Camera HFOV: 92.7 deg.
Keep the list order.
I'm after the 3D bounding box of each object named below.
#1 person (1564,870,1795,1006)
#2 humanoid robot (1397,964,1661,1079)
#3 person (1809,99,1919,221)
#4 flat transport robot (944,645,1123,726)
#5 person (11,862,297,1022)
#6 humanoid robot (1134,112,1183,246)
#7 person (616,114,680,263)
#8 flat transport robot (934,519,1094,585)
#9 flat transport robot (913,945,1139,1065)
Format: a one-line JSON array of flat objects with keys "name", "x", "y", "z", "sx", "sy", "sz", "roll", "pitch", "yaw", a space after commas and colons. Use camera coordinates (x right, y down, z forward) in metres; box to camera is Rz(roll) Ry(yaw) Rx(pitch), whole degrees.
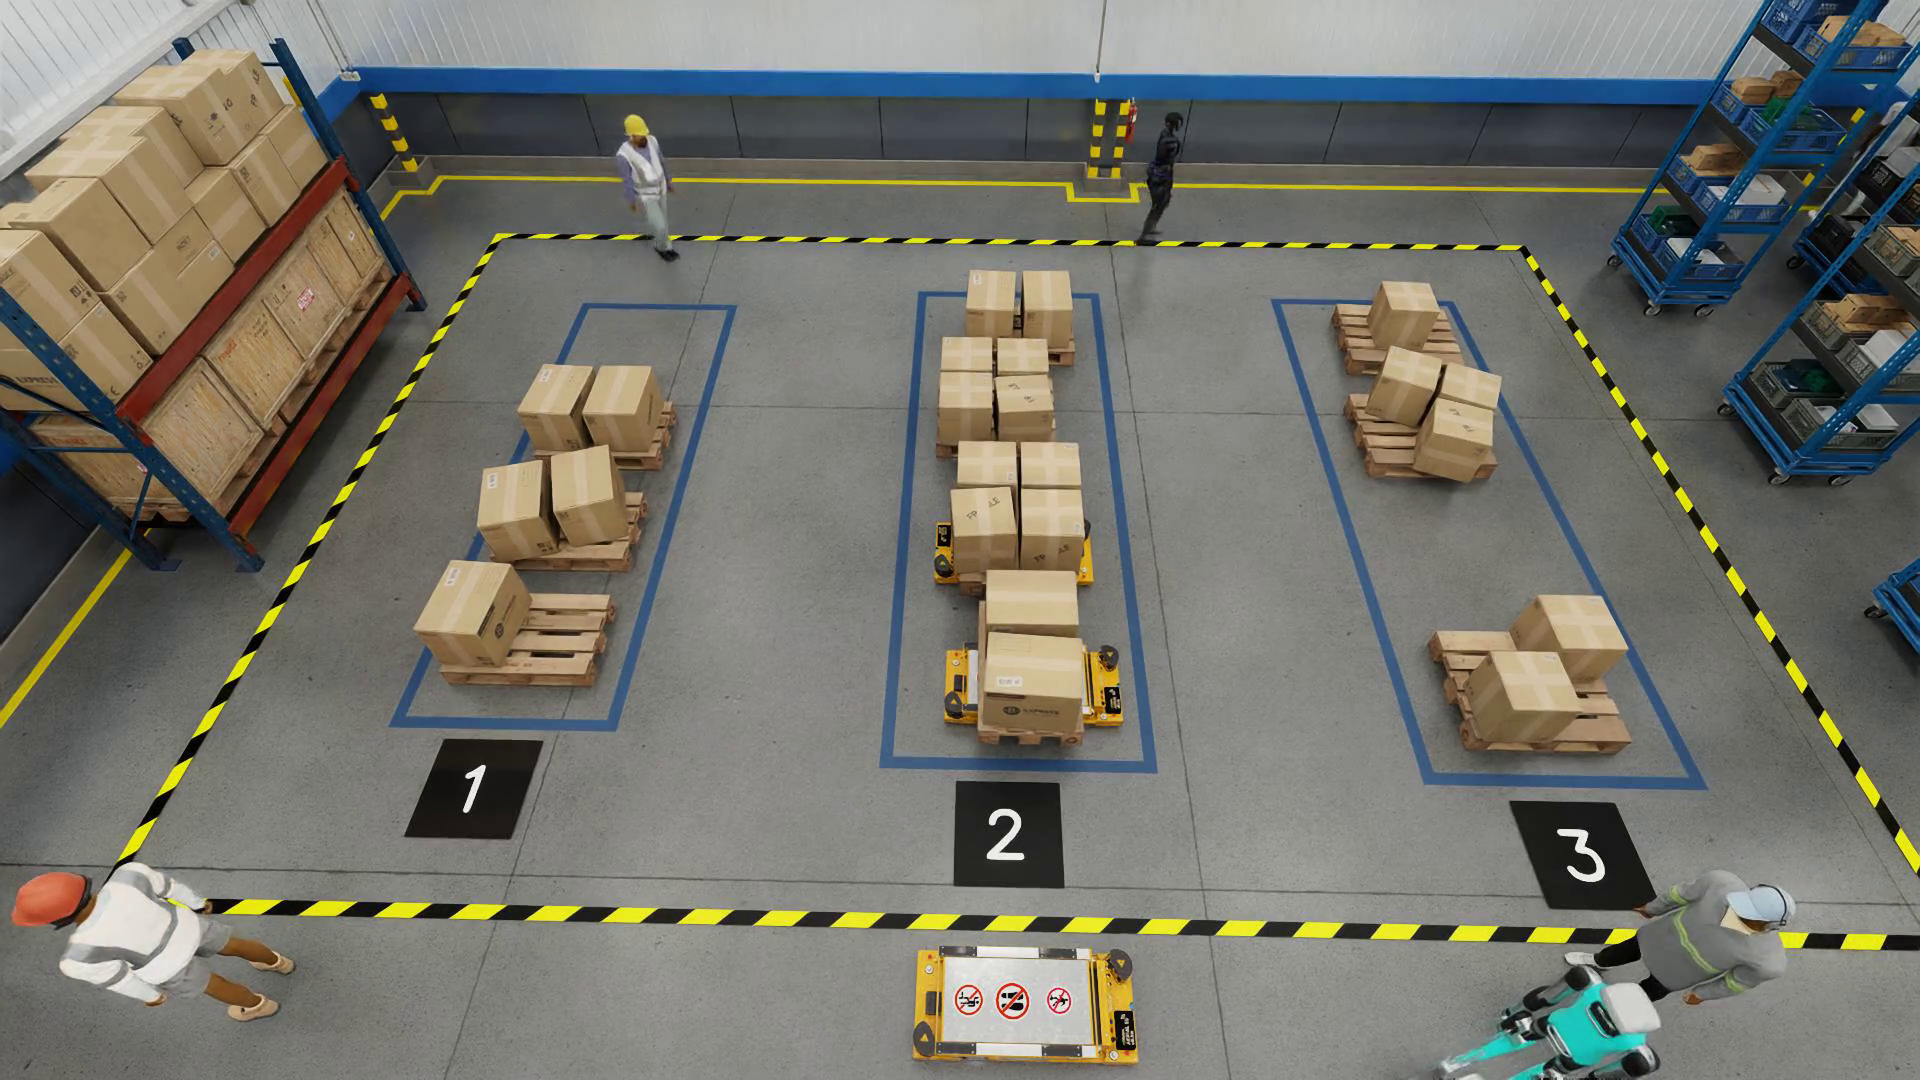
[{"name": "person", "x": 4.288, "y": 2.442, "z": 5.474, "sx": 0.396, "sy": 1.850, "sz": 0.597, "roll": -4, "pitch": 51, "yaw": -3}, {"name": "humanoid robot", "x": 3.063, "y": 2.959, "z": 5.175, "sx": 0.867, "sy": 1.846, "sz": 0.549, "roll": -12, "pitch": 52, "yaw": -10}, {"name": "person", "x": 11.419, "y": -4.775, "z": 11.352, "sx": 0.506, "sy": 1.862, "sz": 0.314, "roll": 28, "pitch": 56, "yaw": 21}, {"name": "flat transport robot", "x": 0.596, "y": 1.174, "z": 7.511, "sx": 1.431, "sy": 0.197, "sz": 0.652, "roll": 1, "pitch": 51, "yaw": 1}, {"name": "person", "x": -4.669, "y": 2.390, "z": 5.391, "sx": 0.356, "sy": 2.047, "sz": 0.613, "roll": 0, "pitch": 51, "yaw": 0}, {"name": "humanoid robot", "x": 2.430, "y": -4.362, "z": 11.131, "sx": 0.442, "sy": 1.644, "sz": 0.588, "roll": -7, "pitch": 51, "yaw": -6}, {"name": "person", "x": -3.627, "y": -4.127, "z": 10.847, "sx": 0.472, "sy": 1.816, "sz": 0.622, "roll": 24, "pitch": 55, "yaw": 18}, {"name": "flat transport robot", "x": 0.490, "y": 0.087, "z": 8.397, "sx": 1.431, "sy": 0.197, "sz": 0.652, "roll": 1, "pitch": 51, "yaw": 1}, {"name": "flat transport robot", "x": 0.422, "y": 3.041, "z": 6.007, "sx": 1.431, "sy": 0.231, "sz": 0.659, "roll": 1, "pitch": 51, "yaw": 1}]
